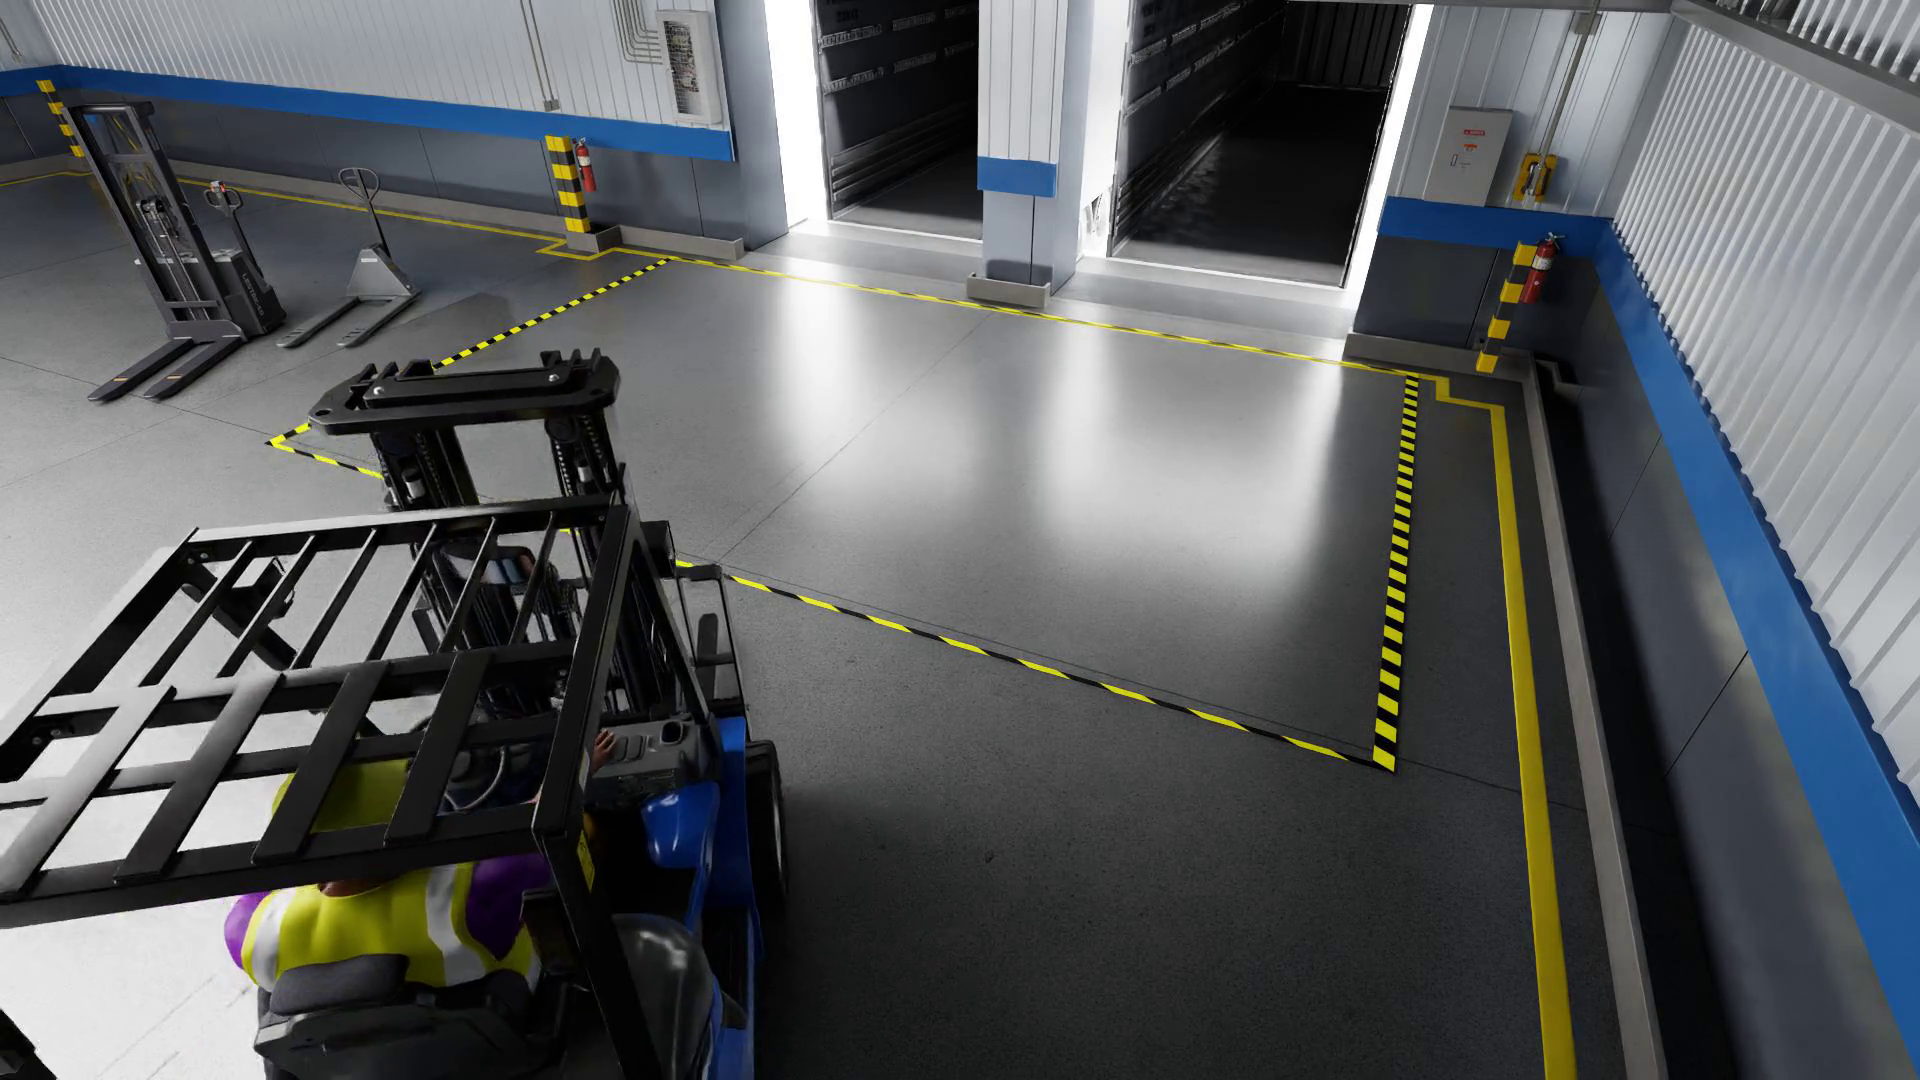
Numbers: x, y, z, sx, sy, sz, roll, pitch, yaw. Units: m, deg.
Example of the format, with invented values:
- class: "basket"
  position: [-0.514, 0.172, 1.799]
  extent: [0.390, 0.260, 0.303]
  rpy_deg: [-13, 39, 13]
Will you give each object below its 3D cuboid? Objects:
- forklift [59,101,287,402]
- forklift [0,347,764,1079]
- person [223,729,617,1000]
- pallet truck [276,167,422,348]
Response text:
- class: "forklift"
  position: [-6.686, -2.387, 7.434]
  extent: [0.823, 1.965, 1.885]
  rpy_deg: [-3, 35, -5]
- class: "forklift"
  position: [-1.208, 0.939, 2.366]
  extent: [1.157, 2.036, 2.680]
  rpy_deg: [-6, 35, -8]
- class: "person"
  position: [-1.211, 0.752, 2.308]
  extent: [0.635, 1.293, 1.004]
  rpy_deg: [-6, 35, -8]
- class: "pallet truck"
  position: [-5.732, -2.611, 8.414]
  extent: [0.680, 1.201, 1.601]
  rpy_deg: [-1, 35, -1]
